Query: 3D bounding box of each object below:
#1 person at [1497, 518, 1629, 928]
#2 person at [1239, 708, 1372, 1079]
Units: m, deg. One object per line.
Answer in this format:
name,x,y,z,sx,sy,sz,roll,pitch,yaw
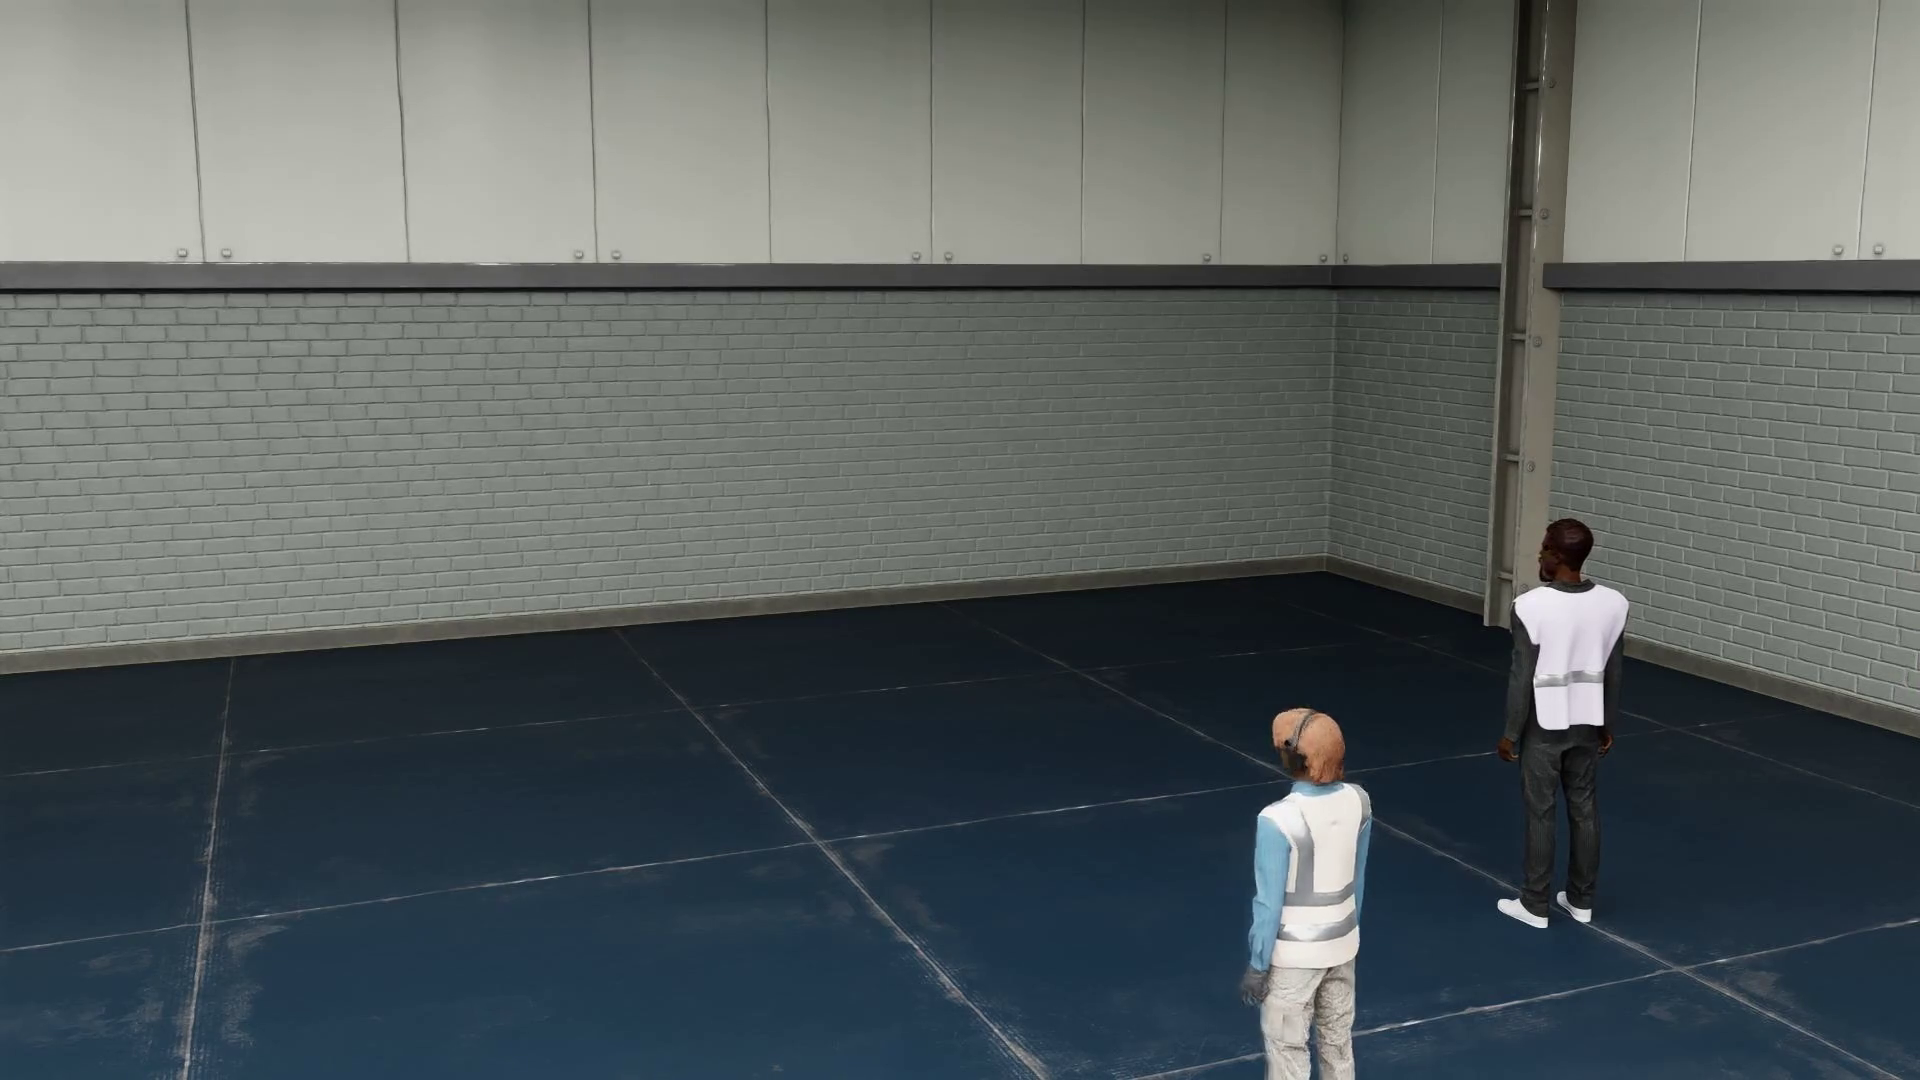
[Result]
person,2.799,0.852,7.740,0.597,1.920,0.379,-2,9,-15
person,1.141,1.358,5.458,0.541,1.637,0.312,-7,11,-37
